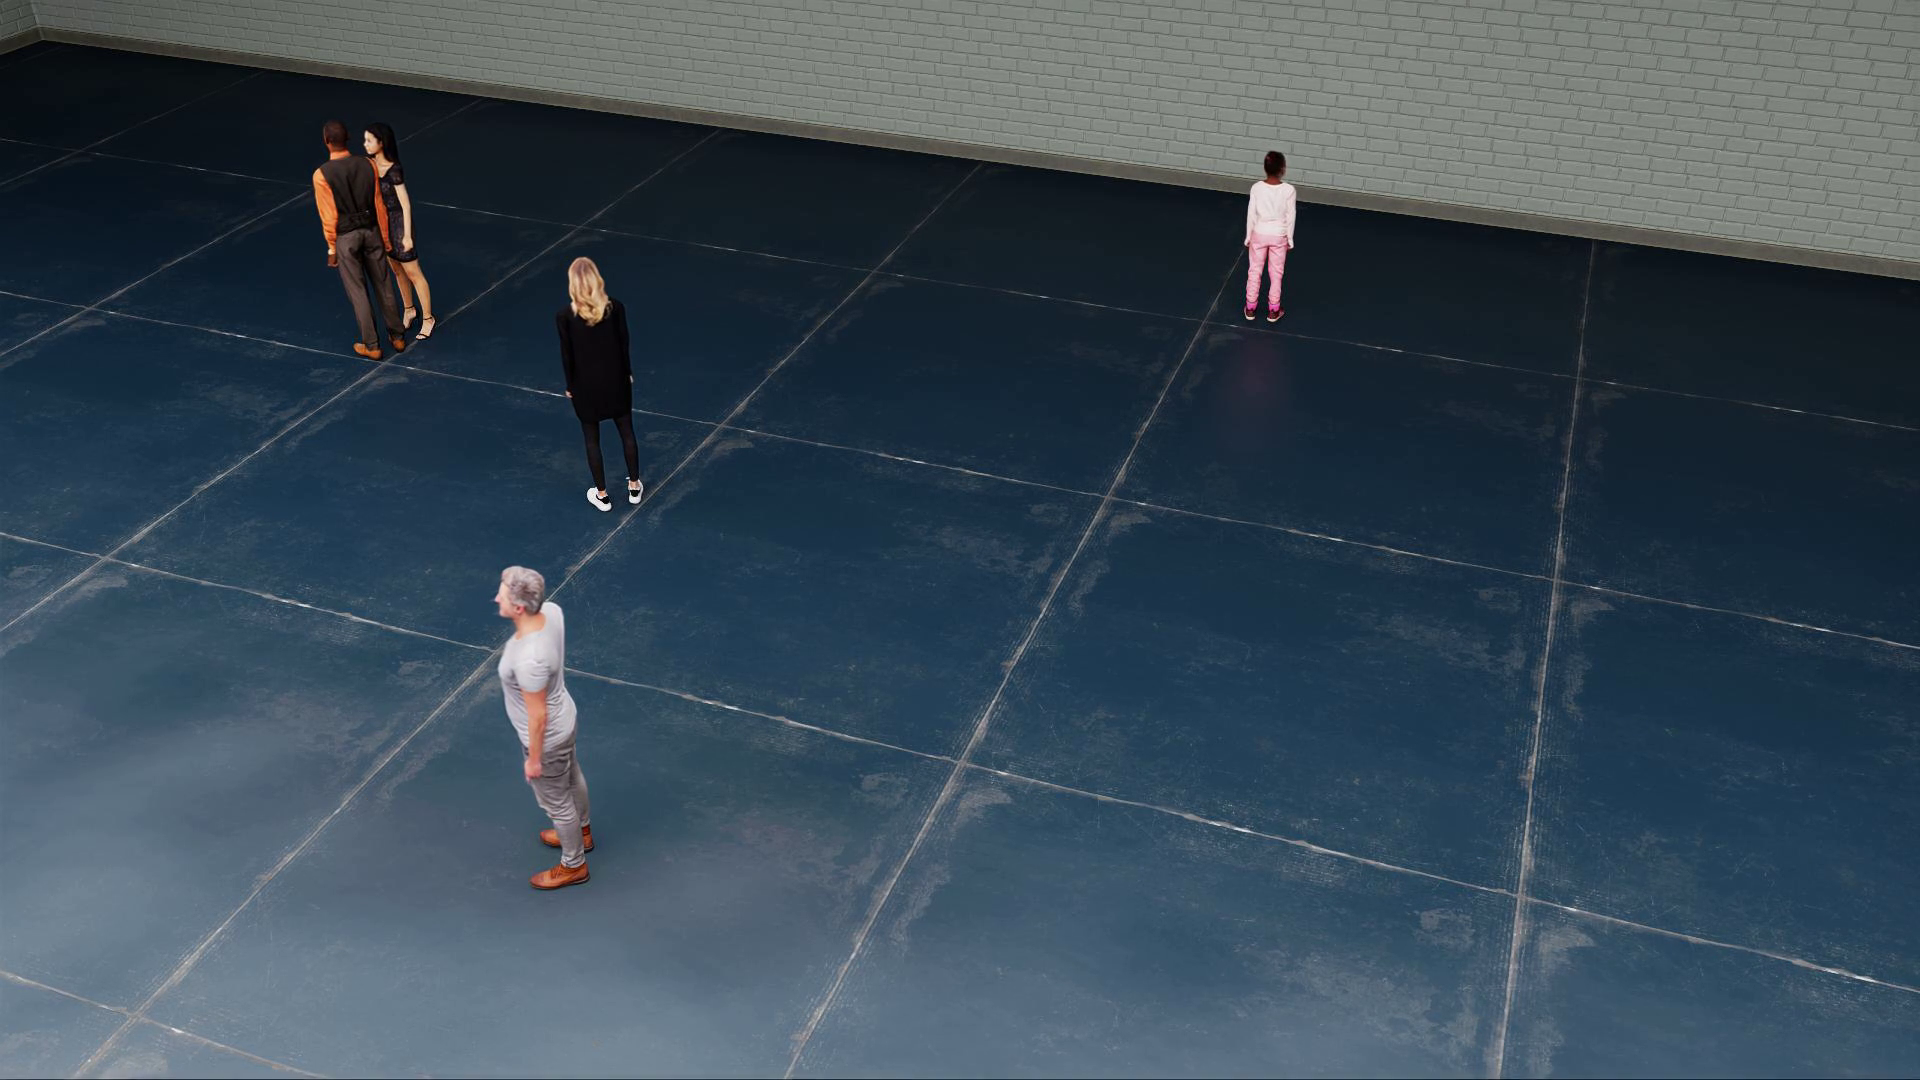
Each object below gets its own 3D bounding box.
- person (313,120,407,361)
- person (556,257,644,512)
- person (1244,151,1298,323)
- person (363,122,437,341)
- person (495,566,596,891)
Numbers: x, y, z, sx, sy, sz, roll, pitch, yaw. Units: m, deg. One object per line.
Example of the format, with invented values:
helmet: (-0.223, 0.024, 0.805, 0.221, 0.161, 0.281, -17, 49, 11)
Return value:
person: (-4.691, -2.335, 12.974, 0.721, 1.908, 0.854, -27, 42, -35)
person: (-2.397, -1.031, 11.066, 0.663, 1.800, 0.721, -14, 36, -21)
person: (2.542, -2.506, 13.659, 0.564, 1.447, 0.501, 9, 34, 13)
person: (-4.487, -2.461, 13.275, 0.663, 1.791, 0.617, 25, 41, 33)
person: (-1.995, 0.900, 8.069, 0.825, 1.832, 0.658, -2, 33, -3)
